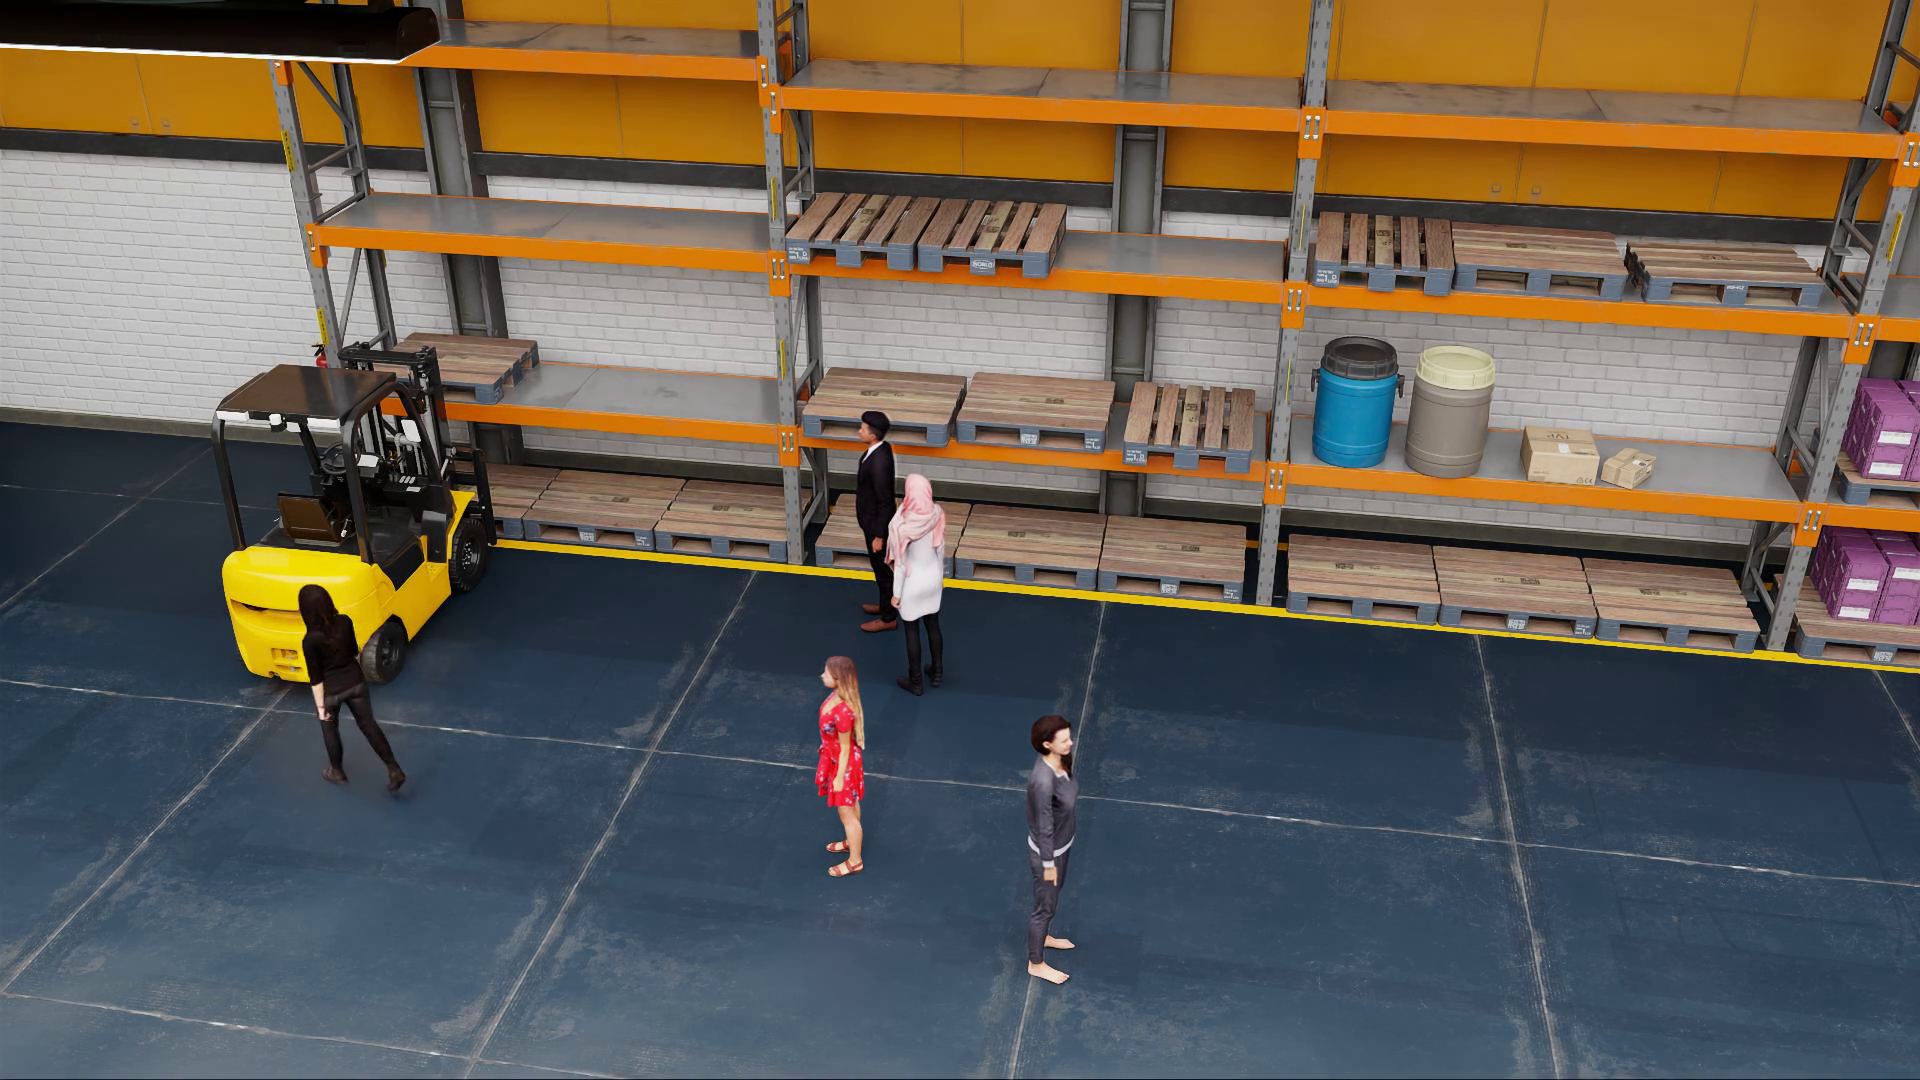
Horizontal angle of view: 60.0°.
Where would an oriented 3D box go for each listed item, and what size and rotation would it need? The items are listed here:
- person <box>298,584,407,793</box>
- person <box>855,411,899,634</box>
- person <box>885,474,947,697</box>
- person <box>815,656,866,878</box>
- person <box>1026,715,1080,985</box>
[{"bbox_3d":[-4.116,1.021,11.198,1.068,1.623,0.891,21,35,33],"label":"person"},{"bbox_3d":[-0.628,-0.156,13.085,0.623,1.882,0.746,-1,29,-2],"label":"person"},{"bbox_3d":[-0.300,0.327,12.283,0.722,1.803,0.787,-18,33,-29],"label":"person"},{"bbox_3d":[-0.728,1.412,10.513,0.616,1.593,0.622,-2,29,-4],"label":"person"},{"bbox_3d":[0.523,1.766,9.680,0.501,1.768,0.607,5,29,9],"label":"person"}]
